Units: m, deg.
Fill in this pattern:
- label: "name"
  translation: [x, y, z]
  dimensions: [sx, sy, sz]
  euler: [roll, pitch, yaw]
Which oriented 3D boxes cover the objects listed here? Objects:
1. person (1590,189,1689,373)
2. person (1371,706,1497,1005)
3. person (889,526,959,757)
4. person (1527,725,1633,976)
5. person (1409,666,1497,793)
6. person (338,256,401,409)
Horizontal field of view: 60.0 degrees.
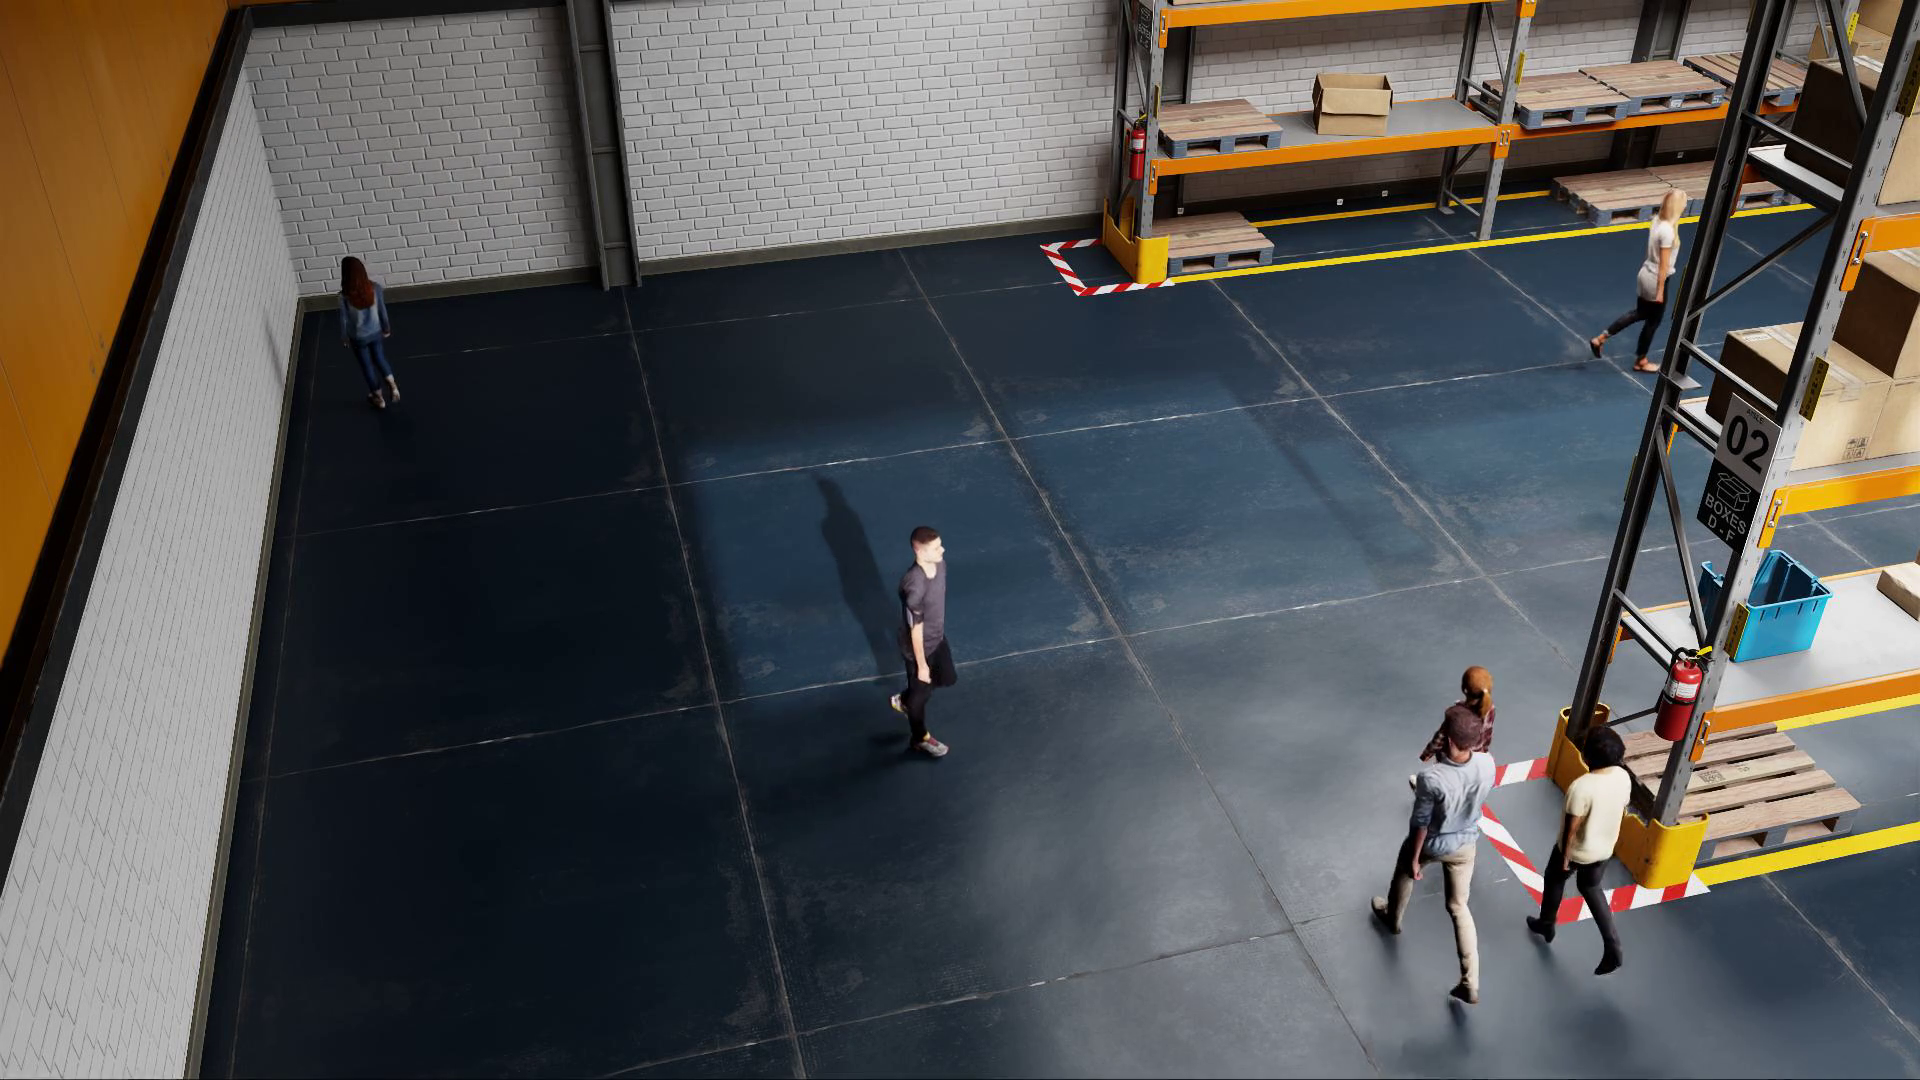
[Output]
- label: "person"
  translation: [6.271, -2.360, 15.280]
  dimensions: [0.999, 1.810, 0.763]
  euler: [0, 34, 0]
- label: "person"
  translation: [2.698, 1.732, 9.116]
  dimensions: [1.148, 1.818, 0.745]
  euler: [-6, 34, -8]
- label: "person"
  translation: [-0.308, 0.649, 10.802]
  dimensions: [0.891, 1.754, 0.829]
  euler: [15, 36, 21]
- label: "person"
  translation: [3.534, 1.771, 9.289]
  dimensions: [0.856, 1.562, 0.717]
  euler: [-13, 36, -19]
- label: "person"
  translation: [3.097, 1.371, 10.153]
  dimensions: [0.870, 1.271, 0.737]
  euler: [-18, 38, -25]
- label: "person"
  translation: [-5.238, -1.807, 14.757]
  dimensions: [0.774, 1.467, 0.717]
  euler: [28, 43, 36]
